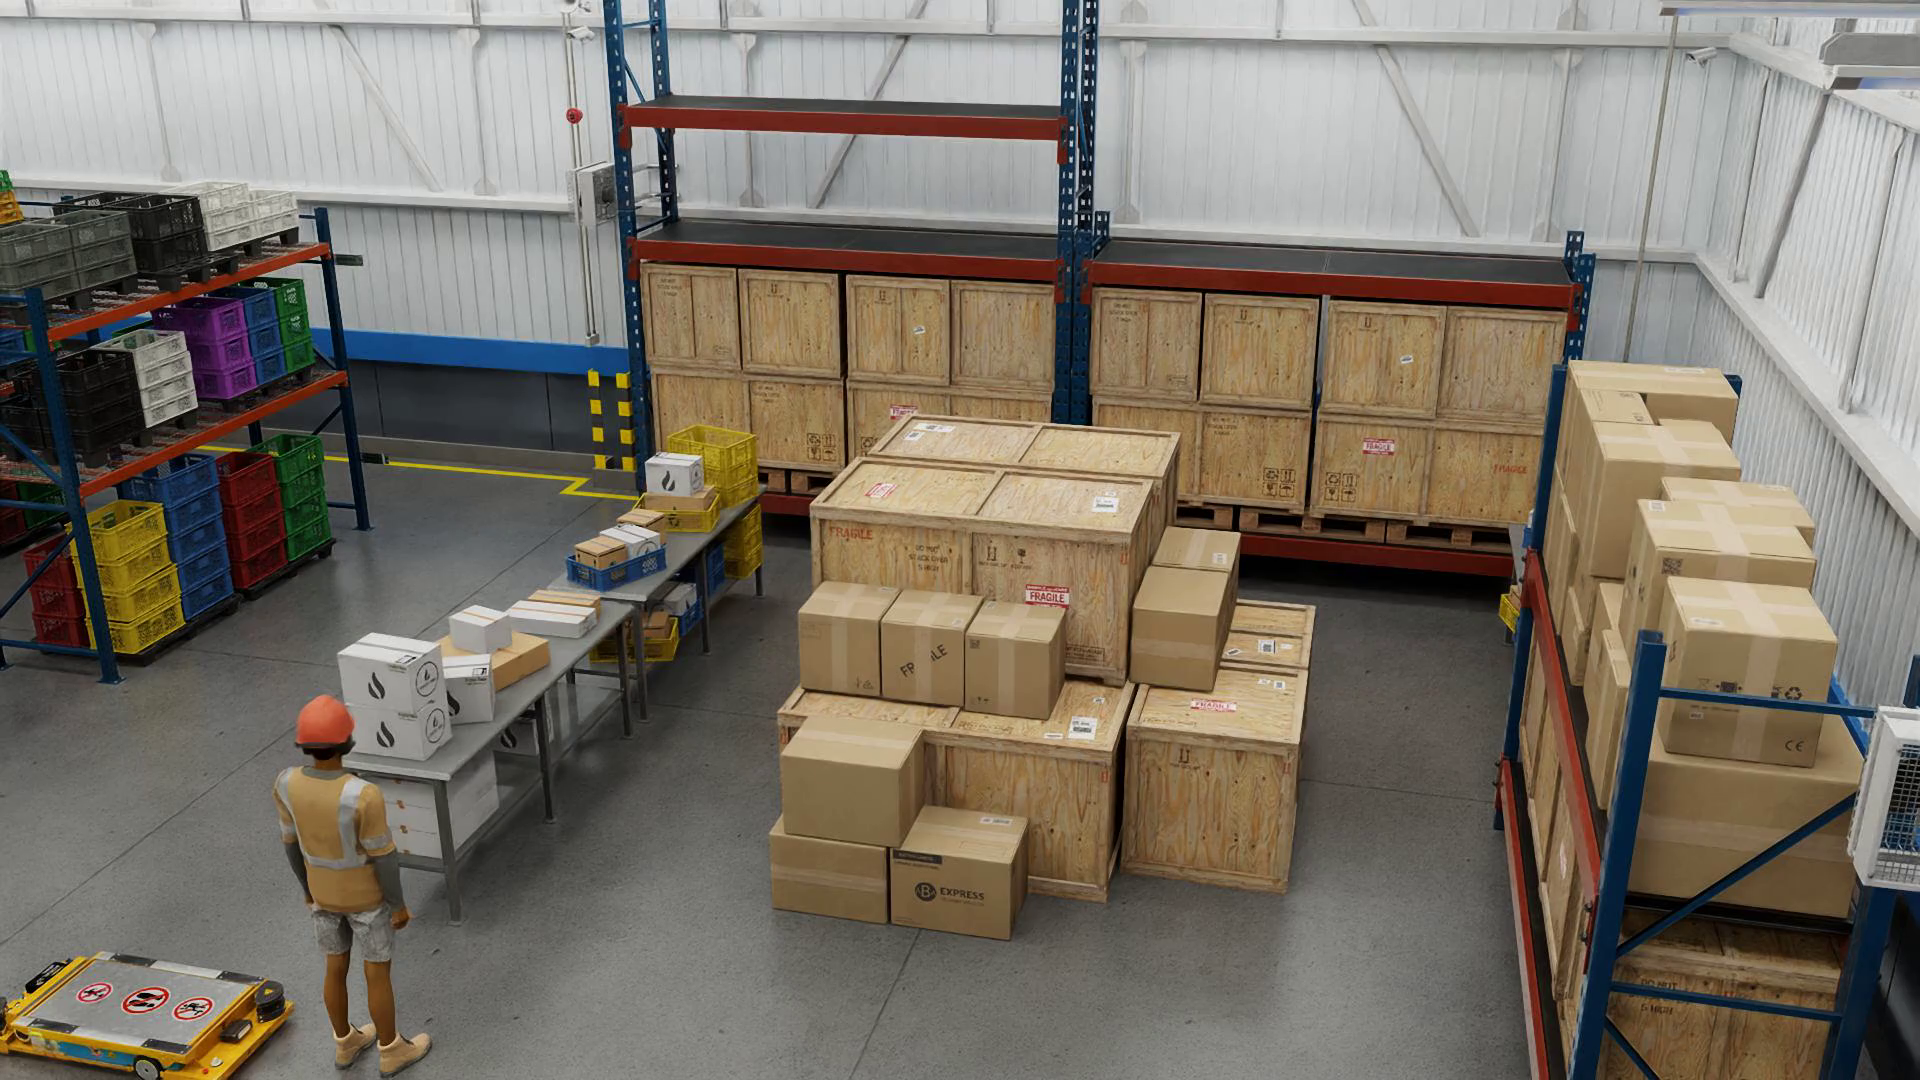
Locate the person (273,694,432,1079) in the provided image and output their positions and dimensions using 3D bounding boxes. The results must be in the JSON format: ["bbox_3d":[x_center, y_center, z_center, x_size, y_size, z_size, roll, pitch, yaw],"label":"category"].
[{"bbox_3d":[-2.971,1.697,8.121,0.606,2.047,0.366,7,22,17],"label":"person"}]

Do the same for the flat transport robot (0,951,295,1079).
[{"bbox_3d":[-4.270,2.464,8.601,1.431,0.231,0.659,5,22,13],"label":"flat transport robot"}]
